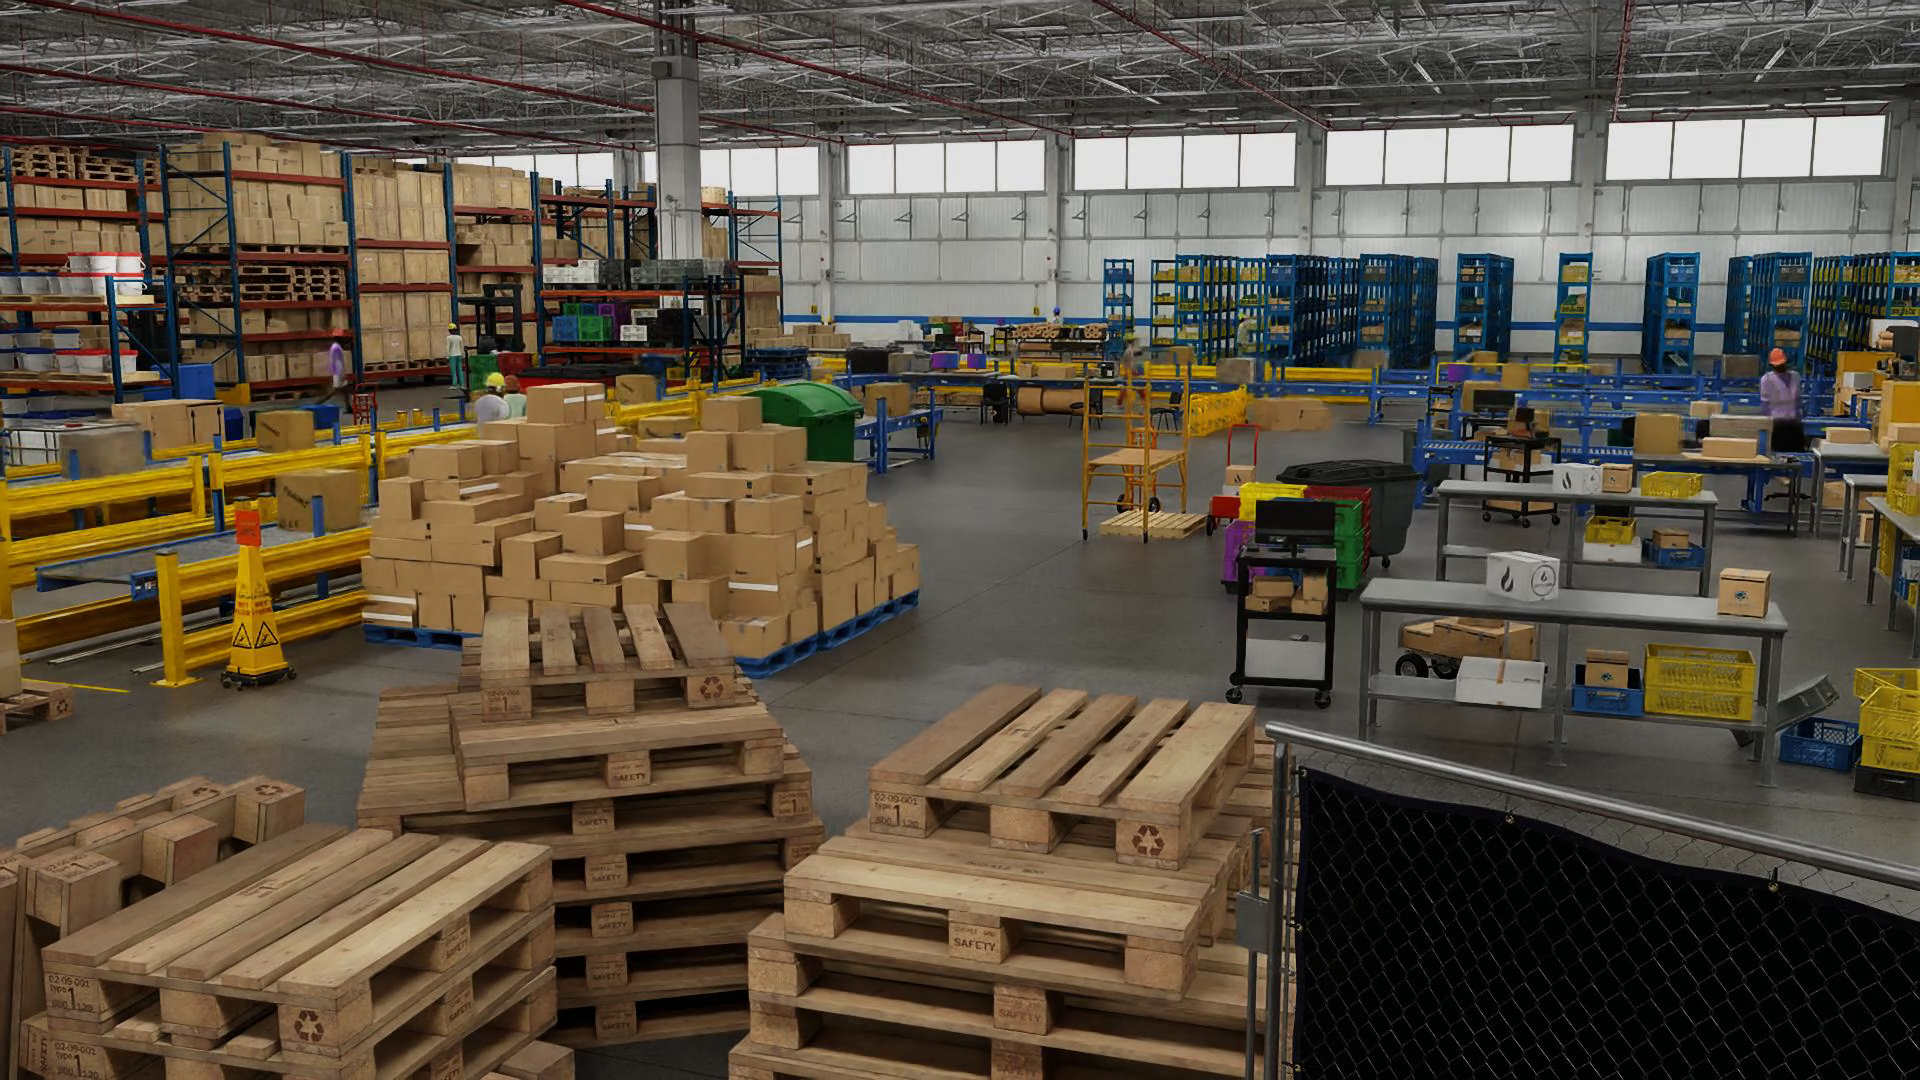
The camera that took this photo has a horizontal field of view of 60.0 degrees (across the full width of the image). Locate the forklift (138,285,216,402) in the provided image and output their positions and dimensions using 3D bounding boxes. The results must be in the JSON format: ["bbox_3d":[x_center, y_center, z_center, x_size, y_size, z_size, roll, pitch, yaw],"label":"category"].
[{"bbox_3d":[-17.480,-4.200,36.461,1.873,2.768,1.129,3,10,19],"label":"forklift"}]

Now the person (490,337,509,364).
[{"bbox_3d":[-10.268,-3.732,37.303,0.528,1.667,0.779,3,10,21],"label":"person"}]

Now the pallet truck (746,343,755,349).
[{"bbox_3d":[-6.183,-4.618,44.264,1.601,1.201,0.680,-9,12,-43],"label":"pallet truck"}]

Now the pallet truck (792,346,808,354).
[{"bbox_3d":[-3.705,-4.298,42.022,0.653,1.274,1.630,3,10,20],"label":"pallet truck"}]

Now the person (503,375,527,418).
[{"bbox_3d":[-6.297,-1.509,23.454,0.280,1.636,0.501,7,11,36],"label":"person"}]

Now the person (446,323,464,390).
[{"bbox_3d":[-13.449,-4.876,44.229,0.355,1.755,0.518,5,10,30],"label":"person"}]

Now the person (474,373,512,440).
[{"bbox_3d":[-5.887,-1.236,21.254,0.606,1.781,0.910,5,10,28],"label":"person"}]

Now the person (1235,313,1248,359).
[{"bbox_3d":[9.157,-6.451,53.948,0.520,1.808,0.610,3,9,17],"label":"person"}]

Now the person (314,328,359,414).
[{"bbox_3d":[-13.608,-3.662,36.168,0.879,1.911,0.553,-4,10,-23],"label":"person"}]

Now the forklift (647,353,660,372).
[{"bbox_3d":[-7.977,-5.992,47.711,1.873,2.768,1.129,3,10,20],"label":"forklift"}]

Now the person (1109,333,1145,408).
[{"bbox_3d":[3.899,-3.844,37.831,0.892,1.729,0.533,1,9,9],"label":"person"}]

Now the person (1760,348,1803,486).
[{"bbox_3d":[11.853,-1.774,24.021,0.671,1.998,0.601,-2,9,-12],"label":"person"}]

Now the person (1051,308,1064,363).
[{"bbox_3d":[3.306,-6.953,56.762,0.483,1.921,0.615,7,11,36],"label":"person"}]

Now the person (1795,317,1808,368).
[{"bbox_3d":[24.357,-5.564,48.262,0.393,1.846,0.564,4,10,22],"label":"person"}]

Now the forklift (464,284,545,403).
[{"bbox_3d":[-10.832,-4.702,39.610,1.129,2.768,1.873,3,10,20],"label":"forklift"}]

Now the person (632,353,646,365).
[{"bbox_3d":[-10.342,-6.443,53.373,0.653,1.970,0.705,3,10,21],"label":"person"}]
